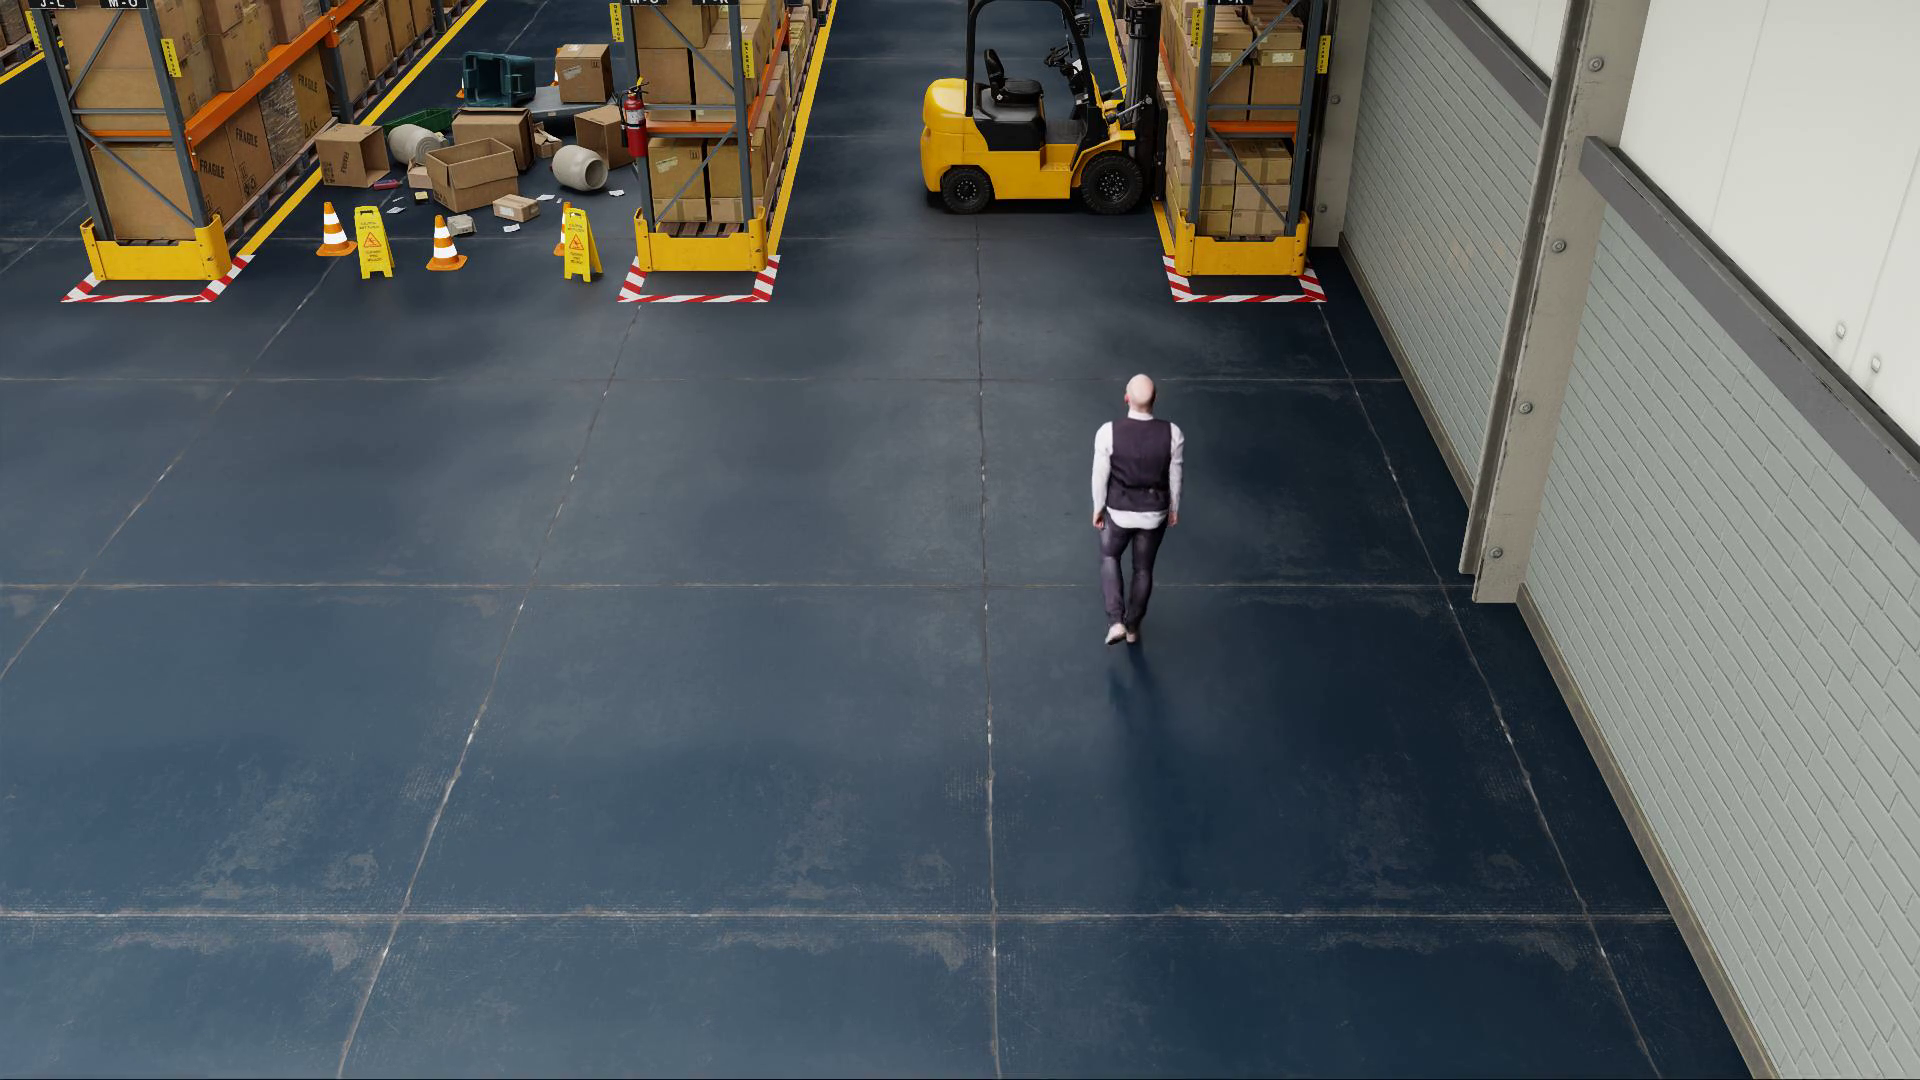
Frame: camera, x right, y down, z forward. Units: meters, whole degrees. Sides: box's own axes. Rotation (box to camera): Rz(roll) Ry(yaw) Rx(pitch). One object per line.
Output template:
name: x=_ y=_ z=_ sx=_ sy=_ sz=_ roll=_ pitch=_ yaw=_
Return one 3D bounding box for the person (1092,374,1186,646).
person: x=1.046 y=-0.096 z=9.862 sx=0.705 sy=1.808 sz=0.844 roll=1 pitch=32 yaw=2
